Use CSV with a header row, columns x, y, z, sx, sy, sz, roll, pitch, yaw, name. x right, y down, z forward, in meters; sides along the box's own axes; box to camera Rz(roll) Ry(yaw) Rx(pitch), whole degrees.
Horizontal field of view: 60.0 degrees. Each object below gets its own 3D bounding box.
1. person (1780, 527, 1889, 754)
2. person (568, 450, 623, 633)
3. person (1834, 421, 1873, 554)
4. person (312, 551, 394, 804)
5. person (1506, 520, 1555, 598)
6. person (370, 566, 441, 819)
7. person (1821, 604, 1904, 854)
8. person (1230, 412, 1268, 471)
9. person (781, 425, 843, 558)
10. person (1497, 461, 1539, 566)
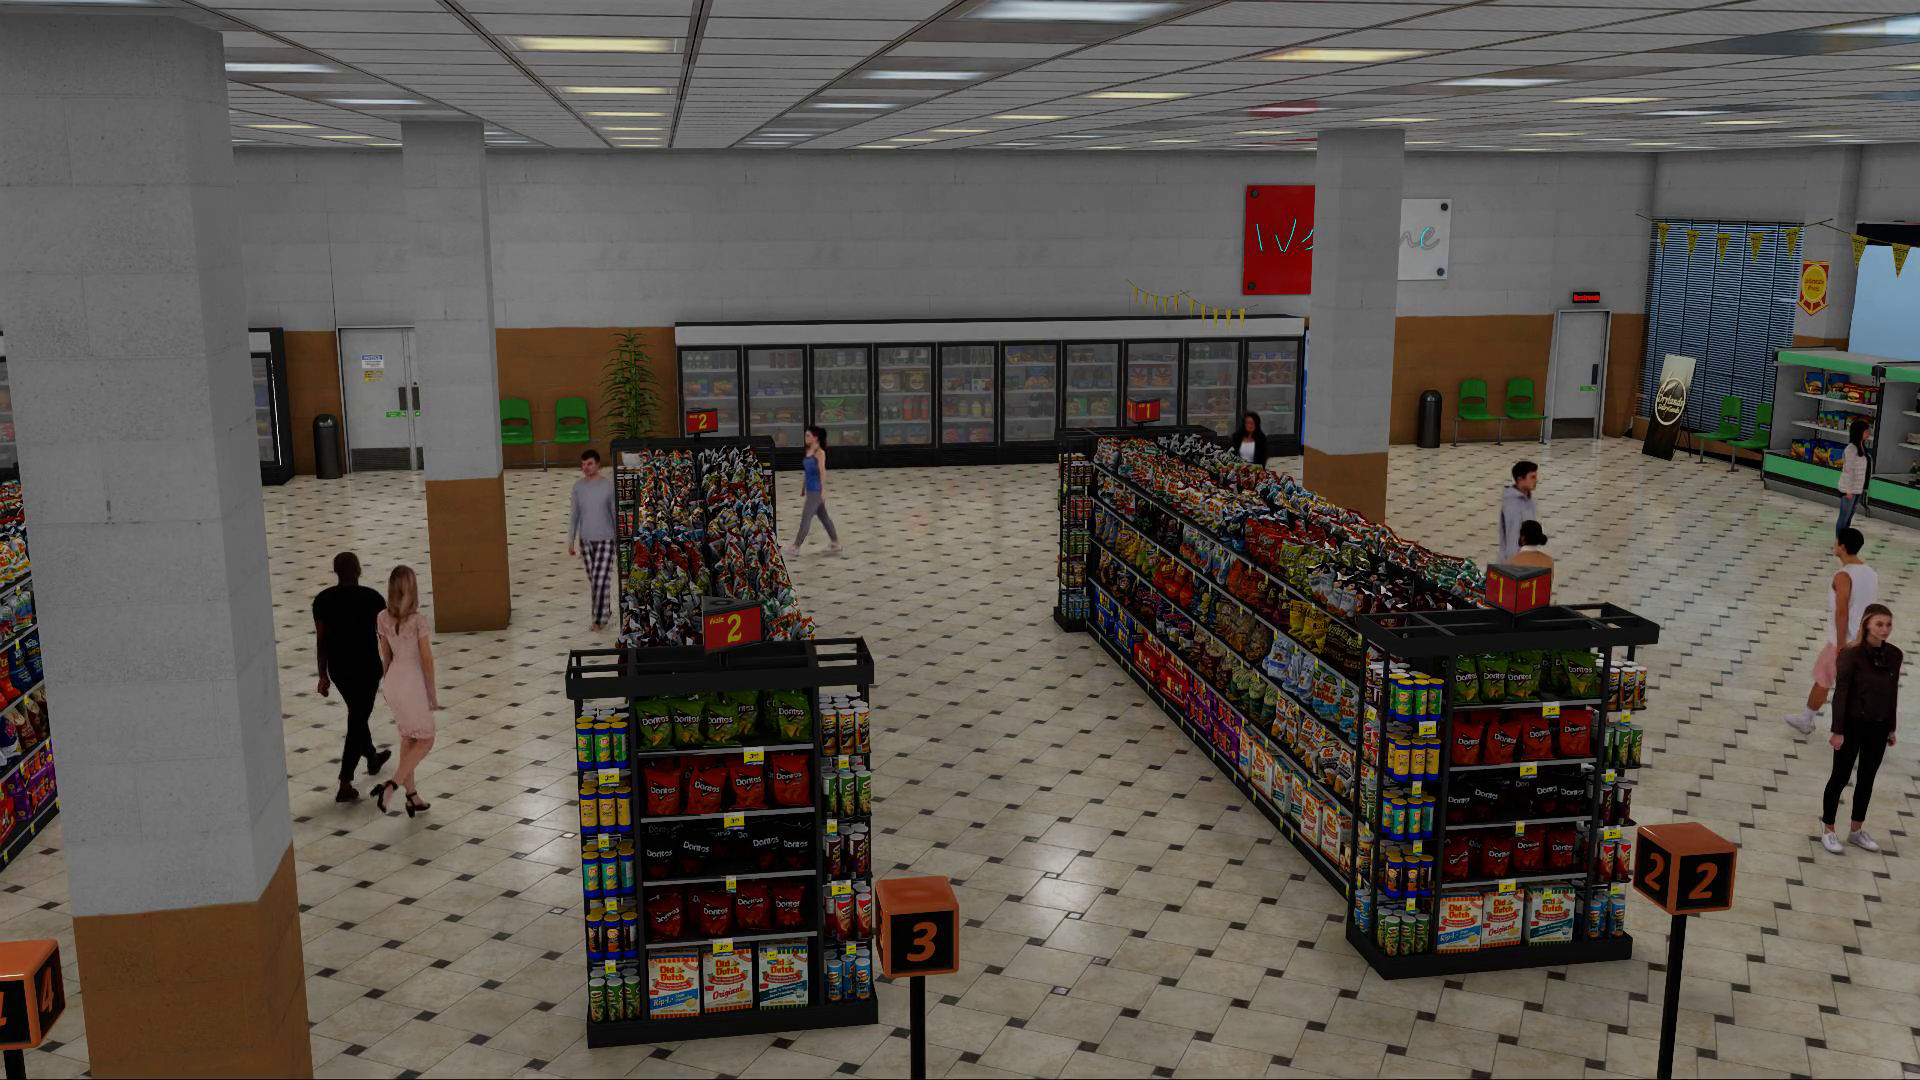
x,y,z,sx,sy,sz,roll,pitch,yaw,name
7.048,0.831,13.019,0.865,1.730,1.207,-6,13,-27,person
-3.629,-0.010,16.788,0.869,1.822,1.097,2,12,9,person
10.859,-0.646,20.259,0.740,1.638,0.706,11,16,42,person
-4.409,1.018,12.027,0.903,1.772,1.266,1,12,6,person
4.625,0.719,13.504,0.762,1.749,0.791,-6,13,-25,person
-3.877,1.106,11.521,0.847,1.809,0.958,4,12,17,person
6.029,1.246,11.111,0.615,1.703,0.504,-1,12,-7,person
3.672,-0.844,21.352,0.903,1.573,1.205,2,12,10,person
-1.679,-0.573,20.071,0.807,1.571,1.021,-5,13,-23,person
5.089,0.208,15.559,1.288,1.903,1.180,10,15,39,person
